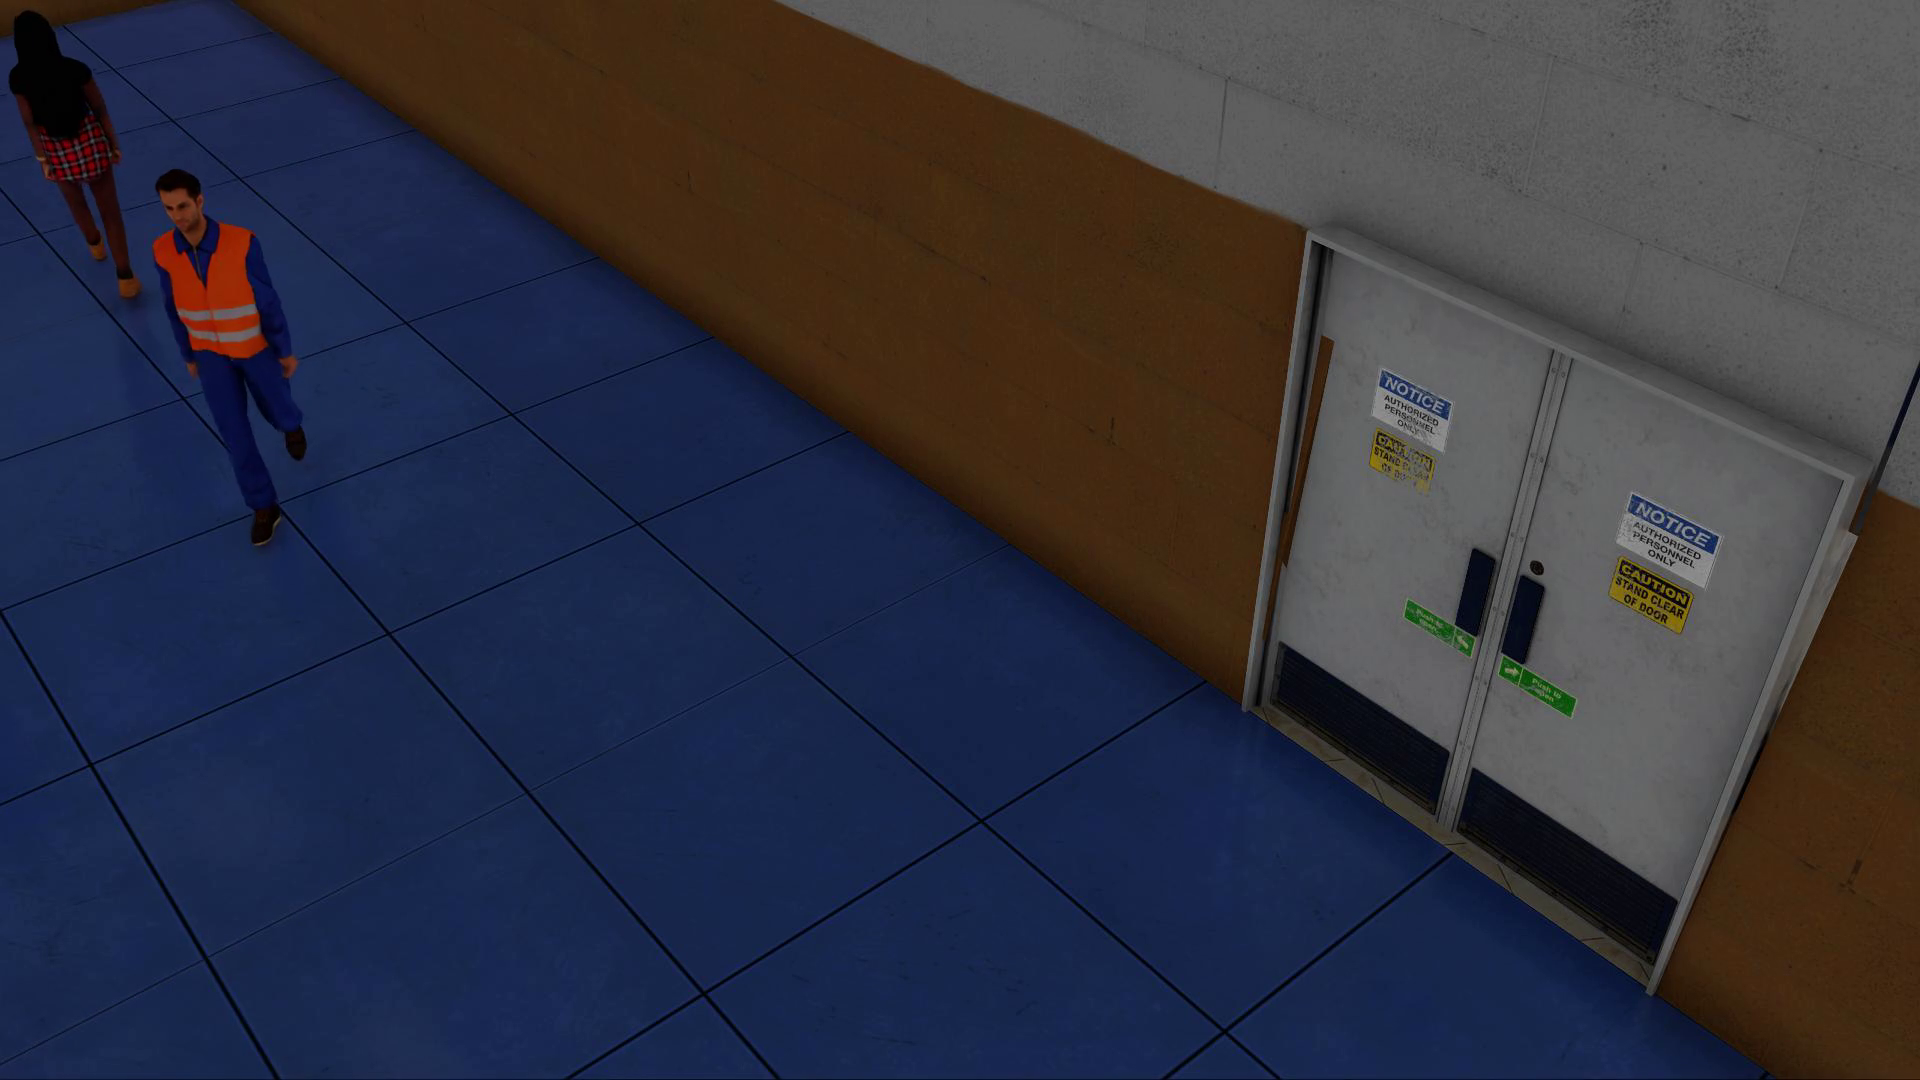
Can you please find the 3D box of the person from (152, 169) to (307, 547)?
[{"bbox_3d":[-3.449,-0.937,7.987,1.140,1.842,1.053,-8,38,-10],"label":"person"}]

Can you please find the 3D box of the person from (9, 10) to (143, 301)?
[{"bbox_3d":[-5.193,-2.217,9.830,1.160,1.676,0.910,-15,39,-18],"label":"person"}]
